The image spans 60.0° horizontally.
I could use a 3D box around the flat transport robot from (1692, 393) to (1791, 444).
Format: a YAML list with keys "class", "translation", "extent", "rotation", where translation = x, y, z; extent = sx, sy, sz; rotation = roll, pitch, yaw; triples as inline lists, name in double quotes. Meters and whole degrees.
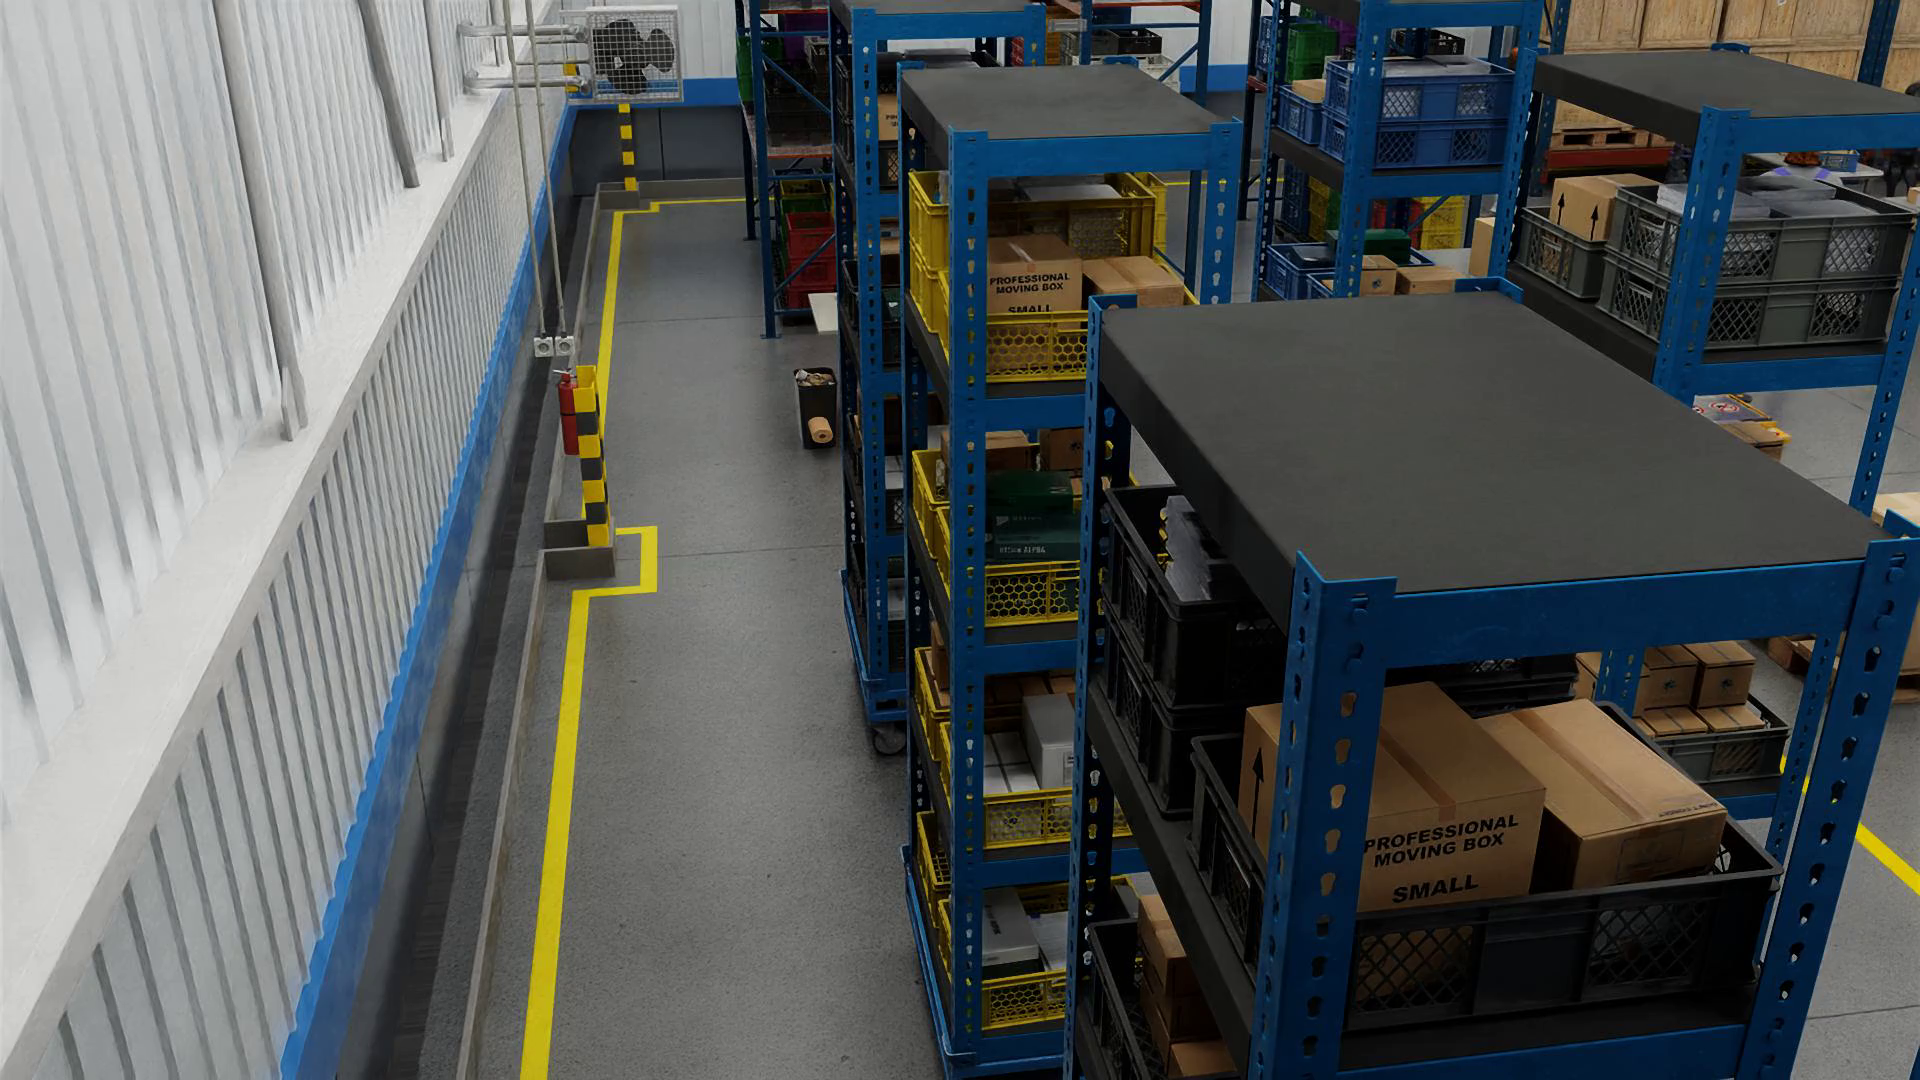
- class: "flat transport robot"
  translation: [5.224, -0.859, 12.132]
  extent: [1.431, 0.197, 0.652]
  rotation: [-4, 25, -8]

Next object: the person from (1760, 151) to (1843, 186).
- class: "person"
  translation: [6.455, -2.260, 13.093]
  extent: [0.679, 2.000, 0.537]
  rotation: [4, 25, 8]

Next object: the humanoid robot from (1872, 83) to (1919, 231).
- class: "humanoid robot"
  translation: [9.691, -3.843, 17.013]
  extent: [0.675, 1.628, 0.619]
  rotation: [16, 29, 31]

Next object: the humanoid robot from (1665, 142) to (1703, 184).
- class: "humanoid robot"
  translation: [7.278, -3.707, 16.655]
  extent: [0.611, 1.657, 0.320]
  rotation: [-16, 29, -32]

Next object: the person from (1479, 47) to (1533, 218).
- class: "person"
  translation: [5.840, -4.275, 17.659]
  extent: [0.355, 1.884, 0.574]
  rotation: [-2, 25, -3]
